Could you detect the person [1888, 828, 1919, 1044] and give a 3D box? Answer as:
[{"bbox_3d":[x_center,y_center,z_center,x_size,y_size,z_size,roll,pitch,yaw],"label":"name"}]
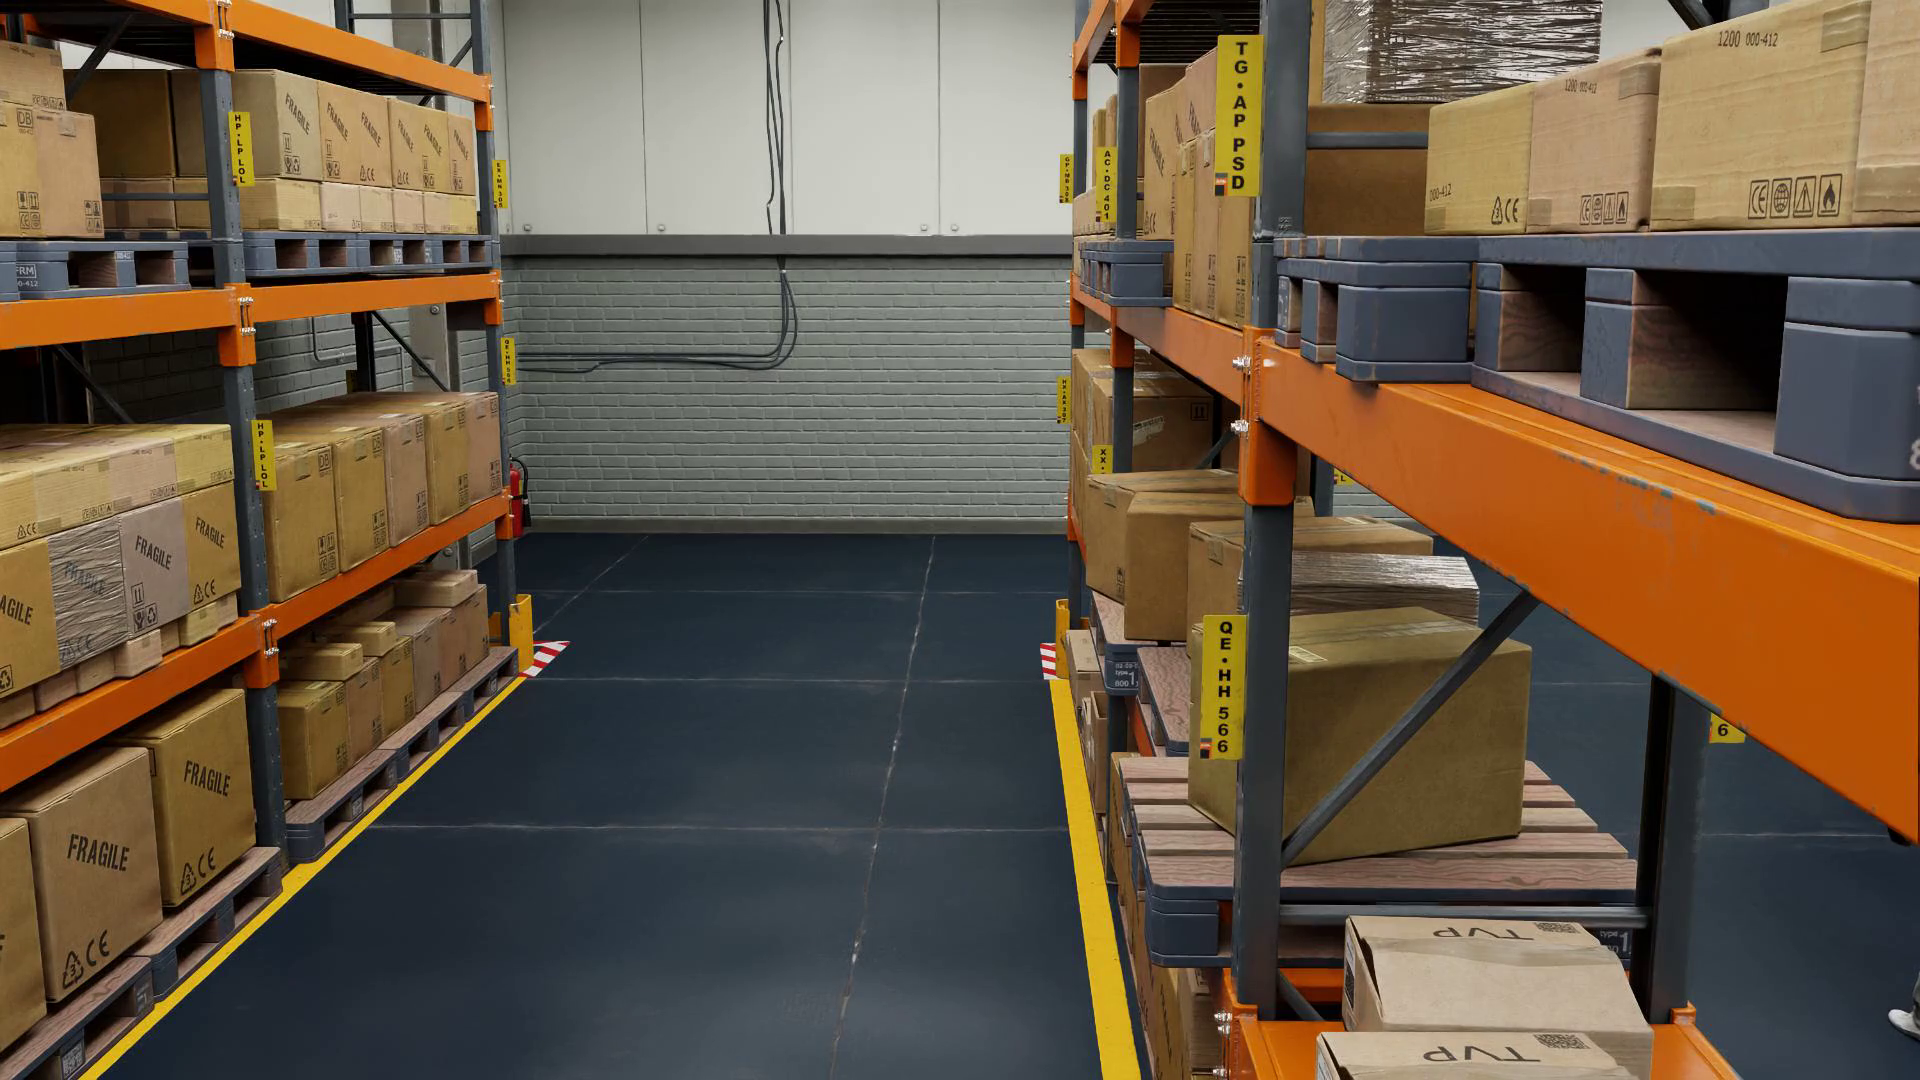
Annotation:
[{"bbox_3d":[3.807,0.976,6.238,0.584,1.928,0.373,1,10,6],"label":"person"}]
